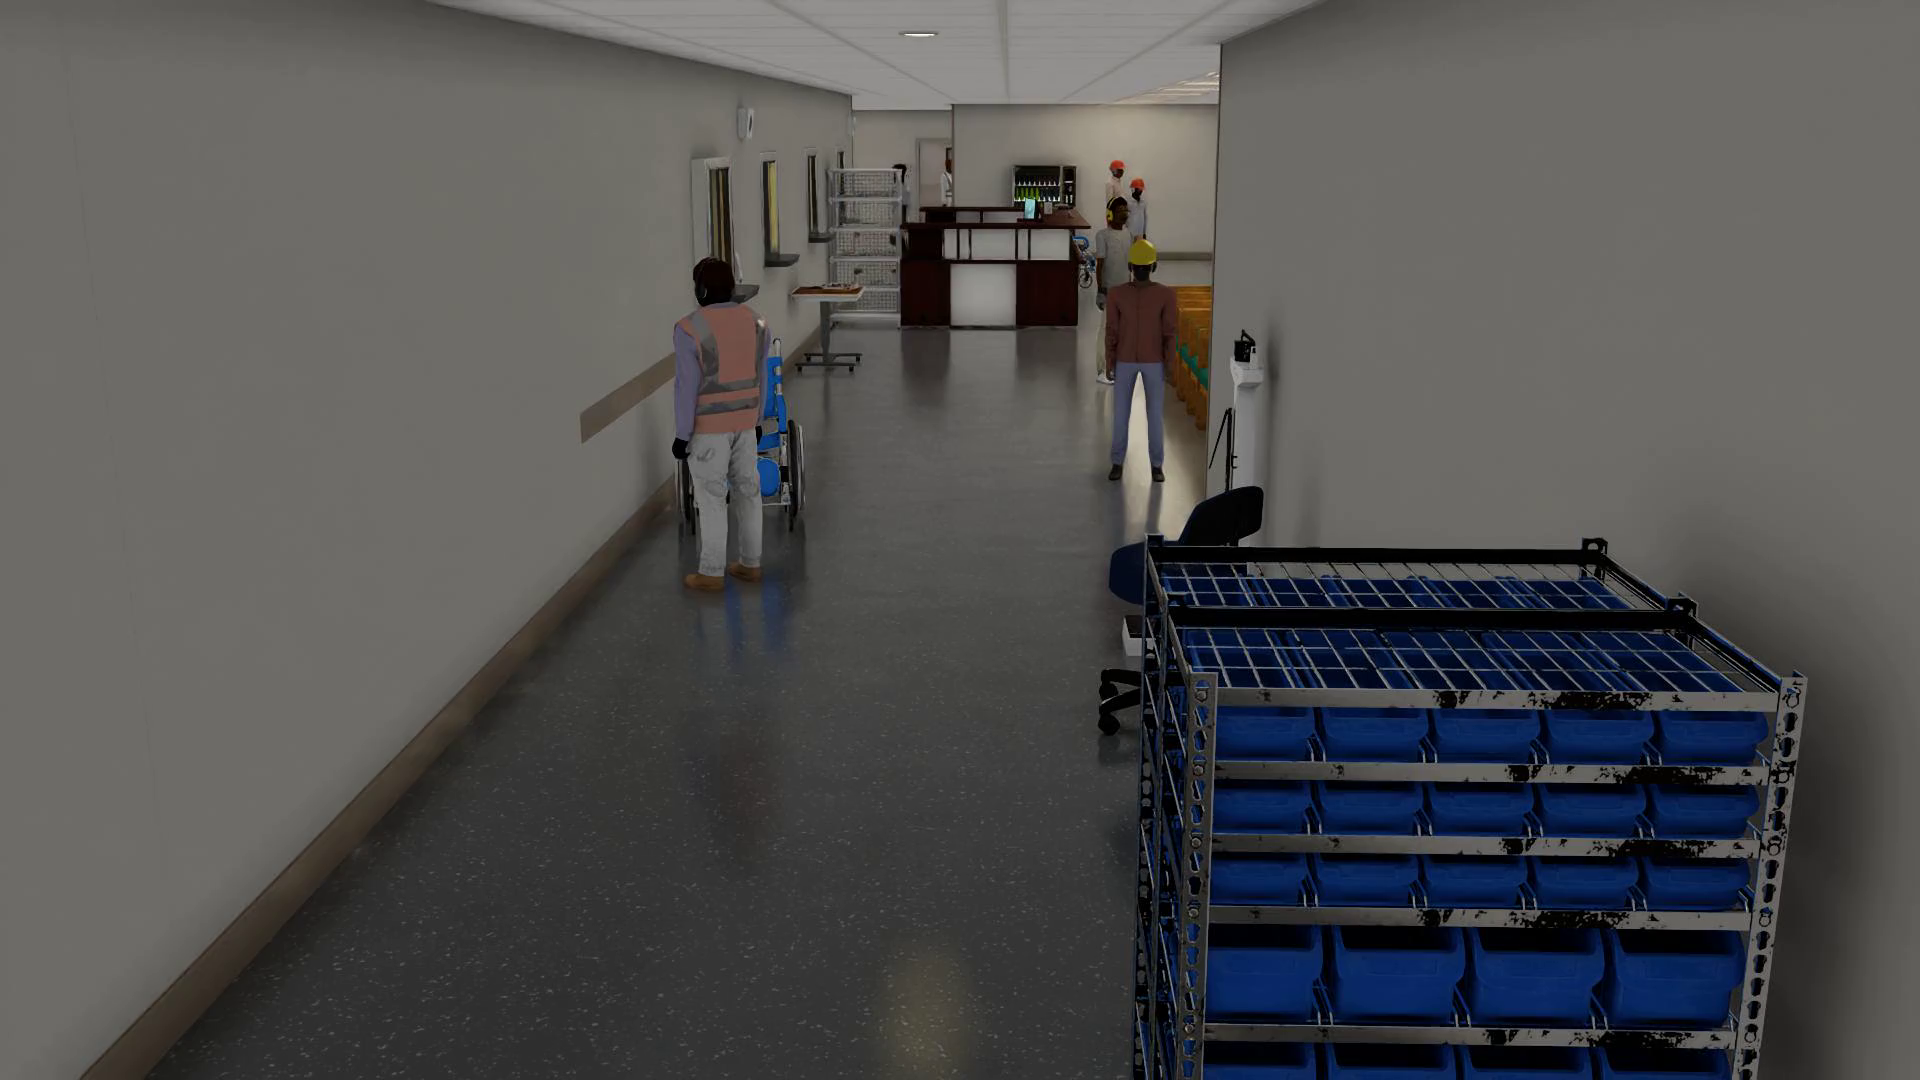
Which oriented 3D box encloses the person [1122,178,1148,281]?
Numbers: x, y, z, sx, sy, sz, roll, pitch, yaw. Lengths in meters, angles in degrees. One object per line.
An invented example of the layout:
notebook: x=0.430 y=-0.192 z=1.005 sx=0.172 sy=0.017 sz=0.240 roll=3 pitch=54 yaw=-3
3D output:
person: x=2.917 y=-5.144 z=27.717 sx=0.564 sy=1.743 sz=0.352 roll=-10 pitch=17 yaw=-34

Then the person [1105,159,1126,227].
person: x=2.855 y=-5.967 z=30.537 sx=0.378 sy=1.995 sz=0.609 roll=6 pitch=15 yaw=22

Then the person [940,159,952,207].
person: x=-0.244 y=-7.676 z=37.702 sx=0.341 sy=1.882 sz=0.586 roll=6 pitch=15 yaw=25

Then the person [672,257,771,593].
person: x=-1.338 y=-0.631 z=9.199 sx=0.429 sy=1.845 sz=0.621 roll=13 pitch=19 yaw=42

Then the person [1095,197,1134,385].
person: x=1.578 y=-2.510 z=16.770 sx=0.524 sy=1.871 sz=0.325 roll=-12 pitch=18 yaw=-40

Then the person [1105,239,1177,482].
person: x=1.302 y=-1.286 z=12.040 sx=0.522 sy=1.758 sz=0.349 roll=3 pitch=14 yaw=10

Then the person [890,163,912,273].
person: x=-1.044 y=-5.720 z=29.626 sx=0.447 sy=1.950 sz=0.614 roll=1 pitch=14 yaw=6
